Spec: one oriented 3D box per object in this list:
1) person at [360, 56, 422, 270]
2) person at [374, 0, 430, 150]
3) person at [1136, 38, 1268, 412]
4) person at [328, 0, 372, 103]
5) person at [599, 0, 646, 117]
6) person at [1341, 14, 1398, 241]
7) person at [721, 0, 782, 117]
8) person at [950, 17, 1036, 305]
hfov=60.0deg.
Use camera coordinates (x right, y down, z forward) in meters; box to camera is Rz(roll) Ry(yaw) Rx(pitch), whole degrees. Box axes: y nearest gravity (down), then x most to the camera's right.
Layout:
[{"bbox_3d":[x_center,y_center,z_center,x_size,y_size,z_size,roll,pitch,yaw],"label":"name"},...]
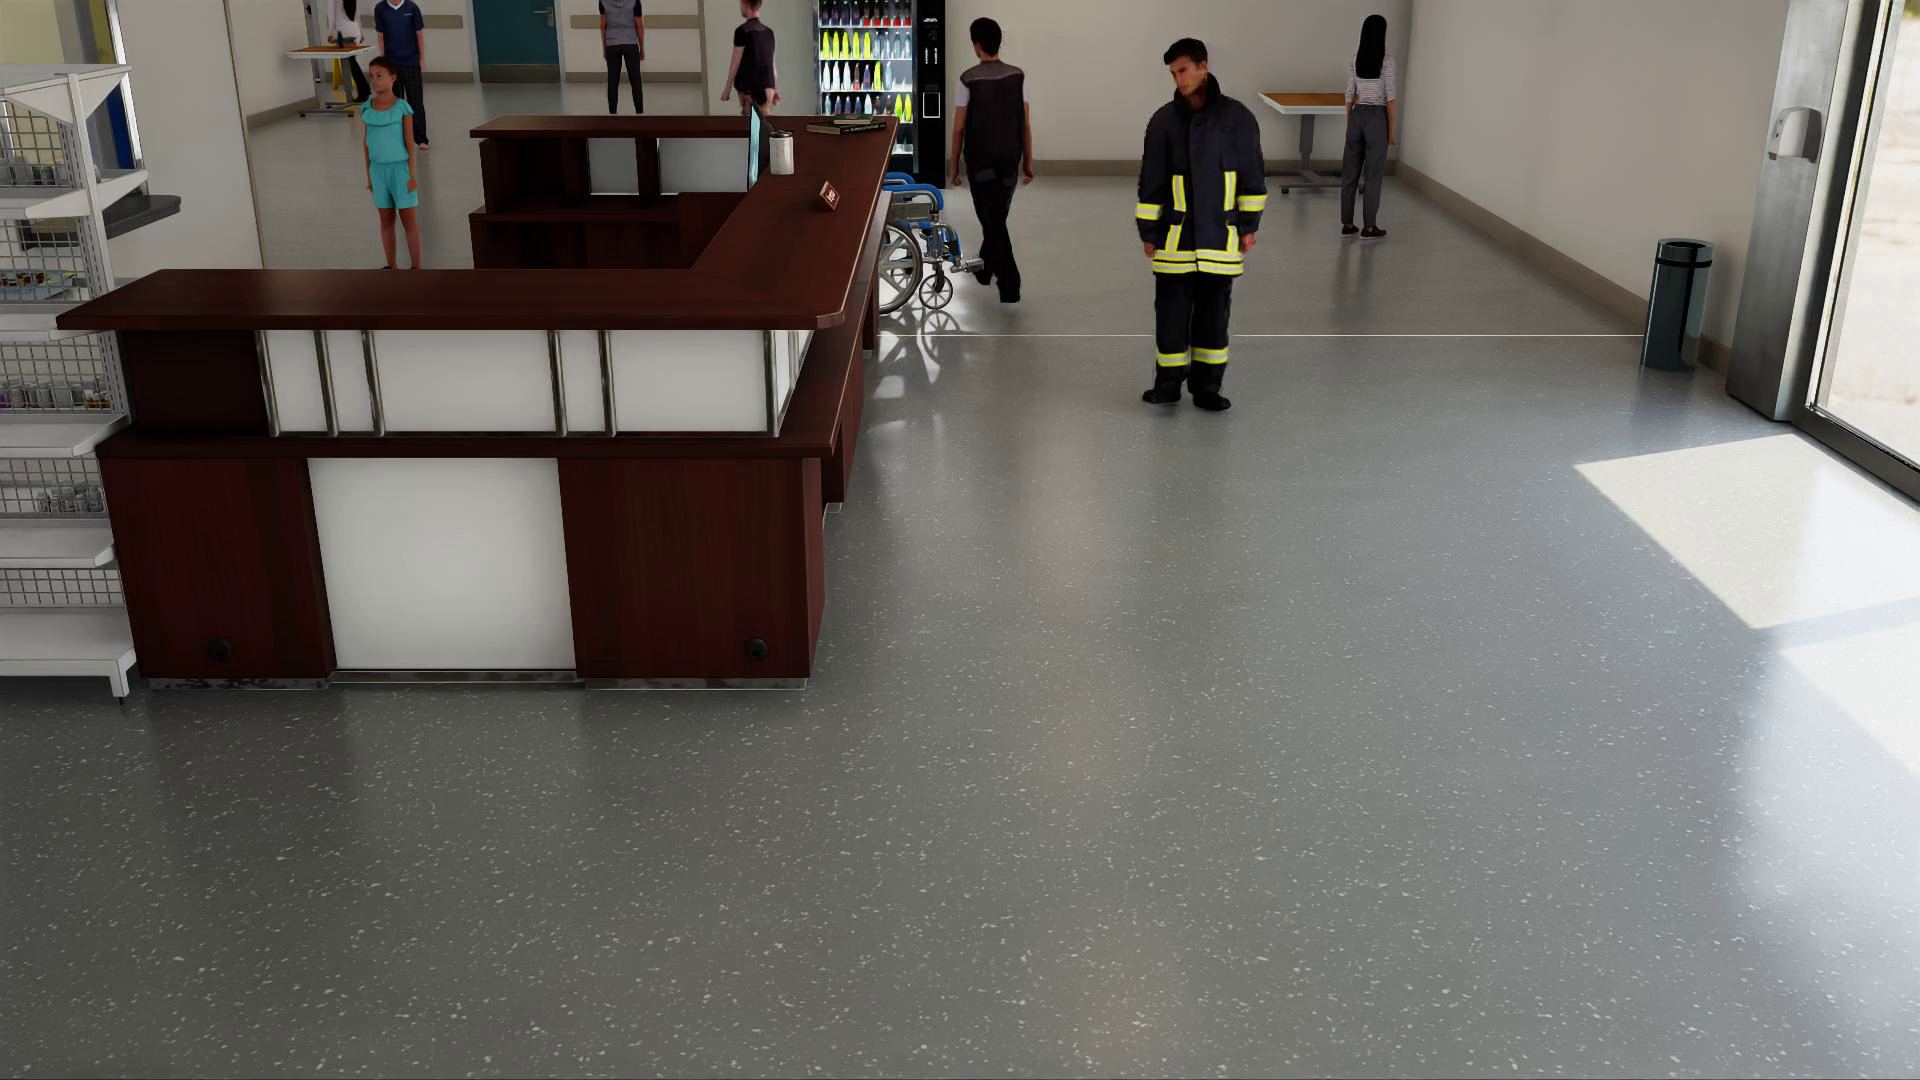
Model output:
[{"bbox_3d":[-3.957,-2.568,11.595,0.533,1.558,0.644,4,21,10],"label":"person"},{"bbox_3d":[-6.097,-5.224,18.166,0.555,1.871,0.765,-4,21,-11],"label":"person"},{"bbox_3d":[1.239,-1.609,8.573,0.577,1.905,0.863,-3,21,-7],"label":"person"},{"bbox_3d":[-8.128,-6.725,22.248,0.736,1.785,0.711,10,23,25],"label":"person"},{"bbox_3d":[-4.097,-5.960,20.176,0.483,1.823,0.734,-1,21,-2],"label":"person"},{"bbox_3d":[3.233,-3.271,13.202,0.665,1.734,0.728,19,28,41],"label":"person"},{"bbox_3d":[-1.784,-4.062,15.208,1.317,1.792,0.997,9,22,22],"label":"person"},{"bbox_3d":[0.246,-2.412,10.842,1.237,1.800,1.026,-7,22,-17],"label":"person"}]
